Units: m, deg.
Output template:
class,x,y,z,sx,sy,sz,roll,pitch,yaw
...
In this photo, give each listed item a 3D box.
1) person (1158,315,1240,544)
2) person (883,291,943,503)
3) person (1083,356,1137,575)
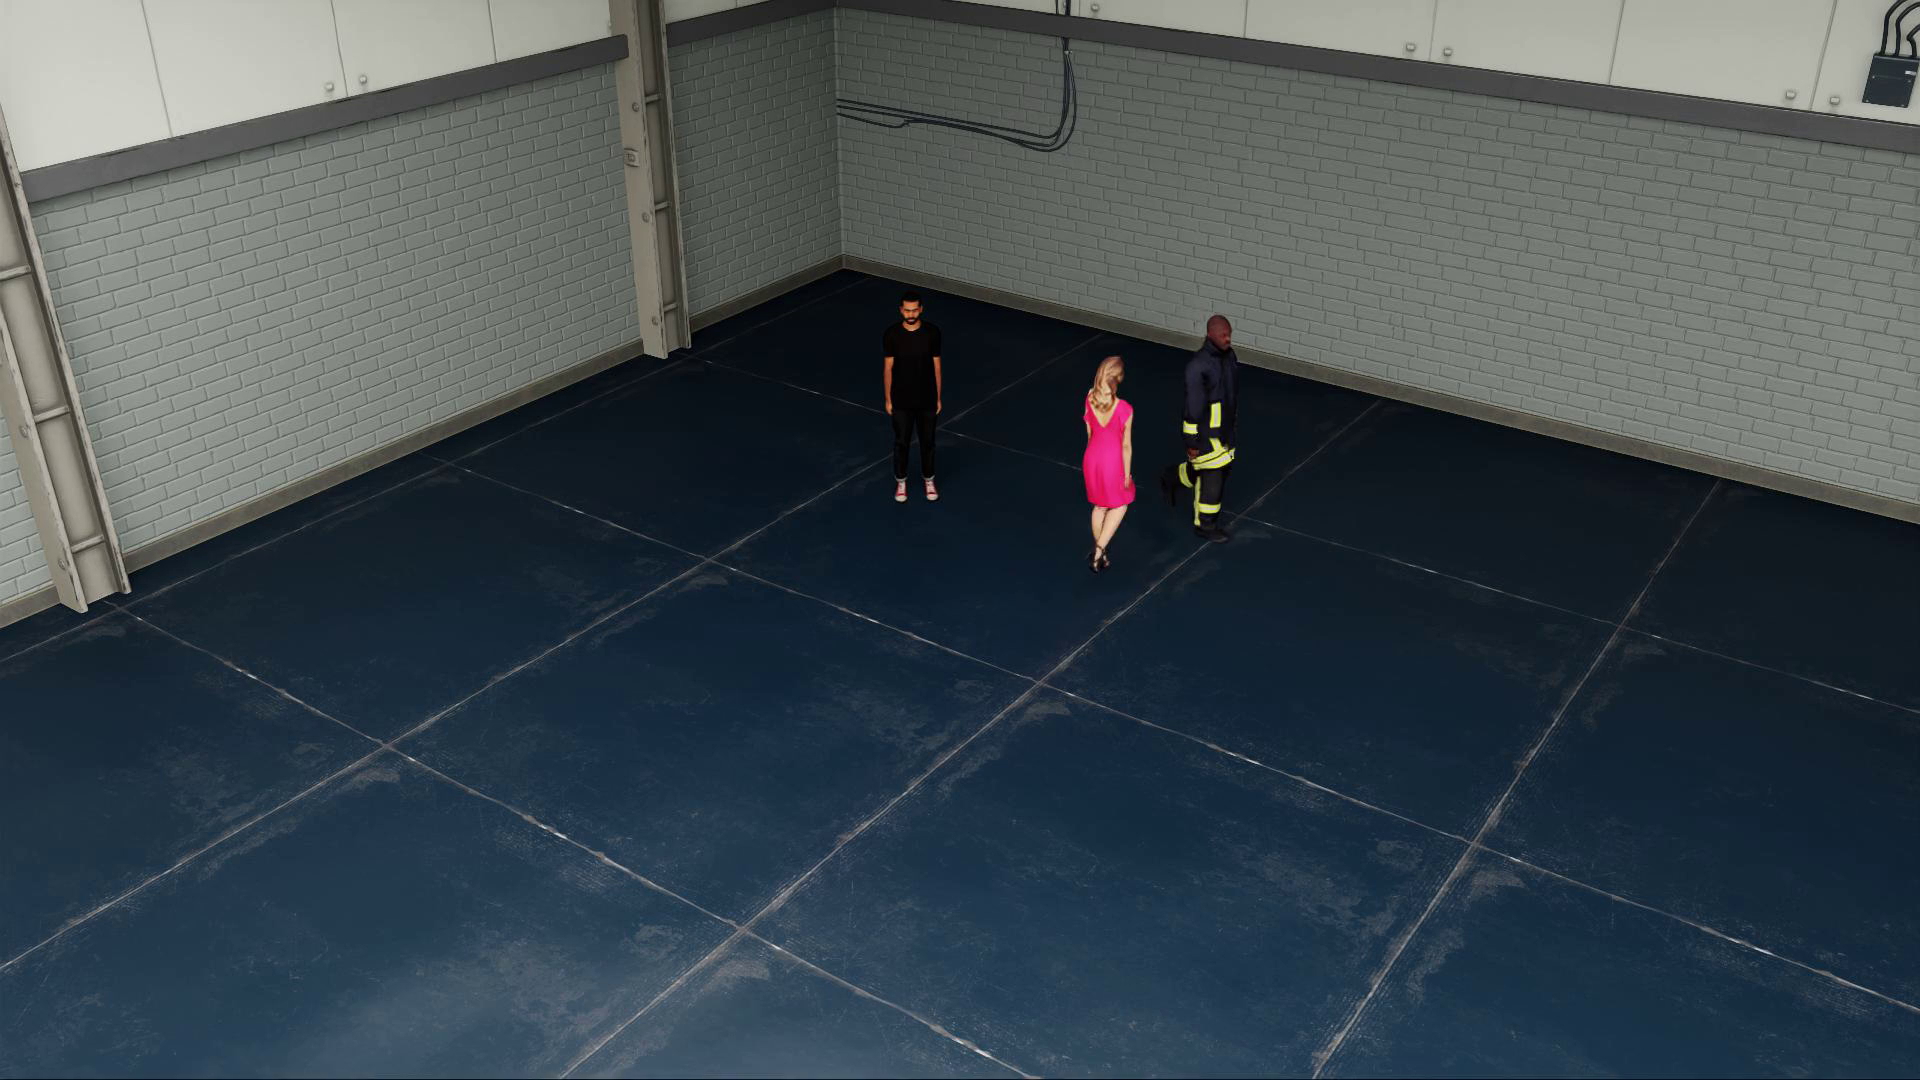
class,x,y,z,sx,sy,sz,roll,pitch,yaw
person,1.837,-0.891,12.759,0.886,1.800,1.010,25,37,38
person,-0.368,-1.159,13.307,0.698,1.757,0.753,-4,28,-7
person,1.015,-0.494,12.105,0.553,1.713,0.758,20,34,32
